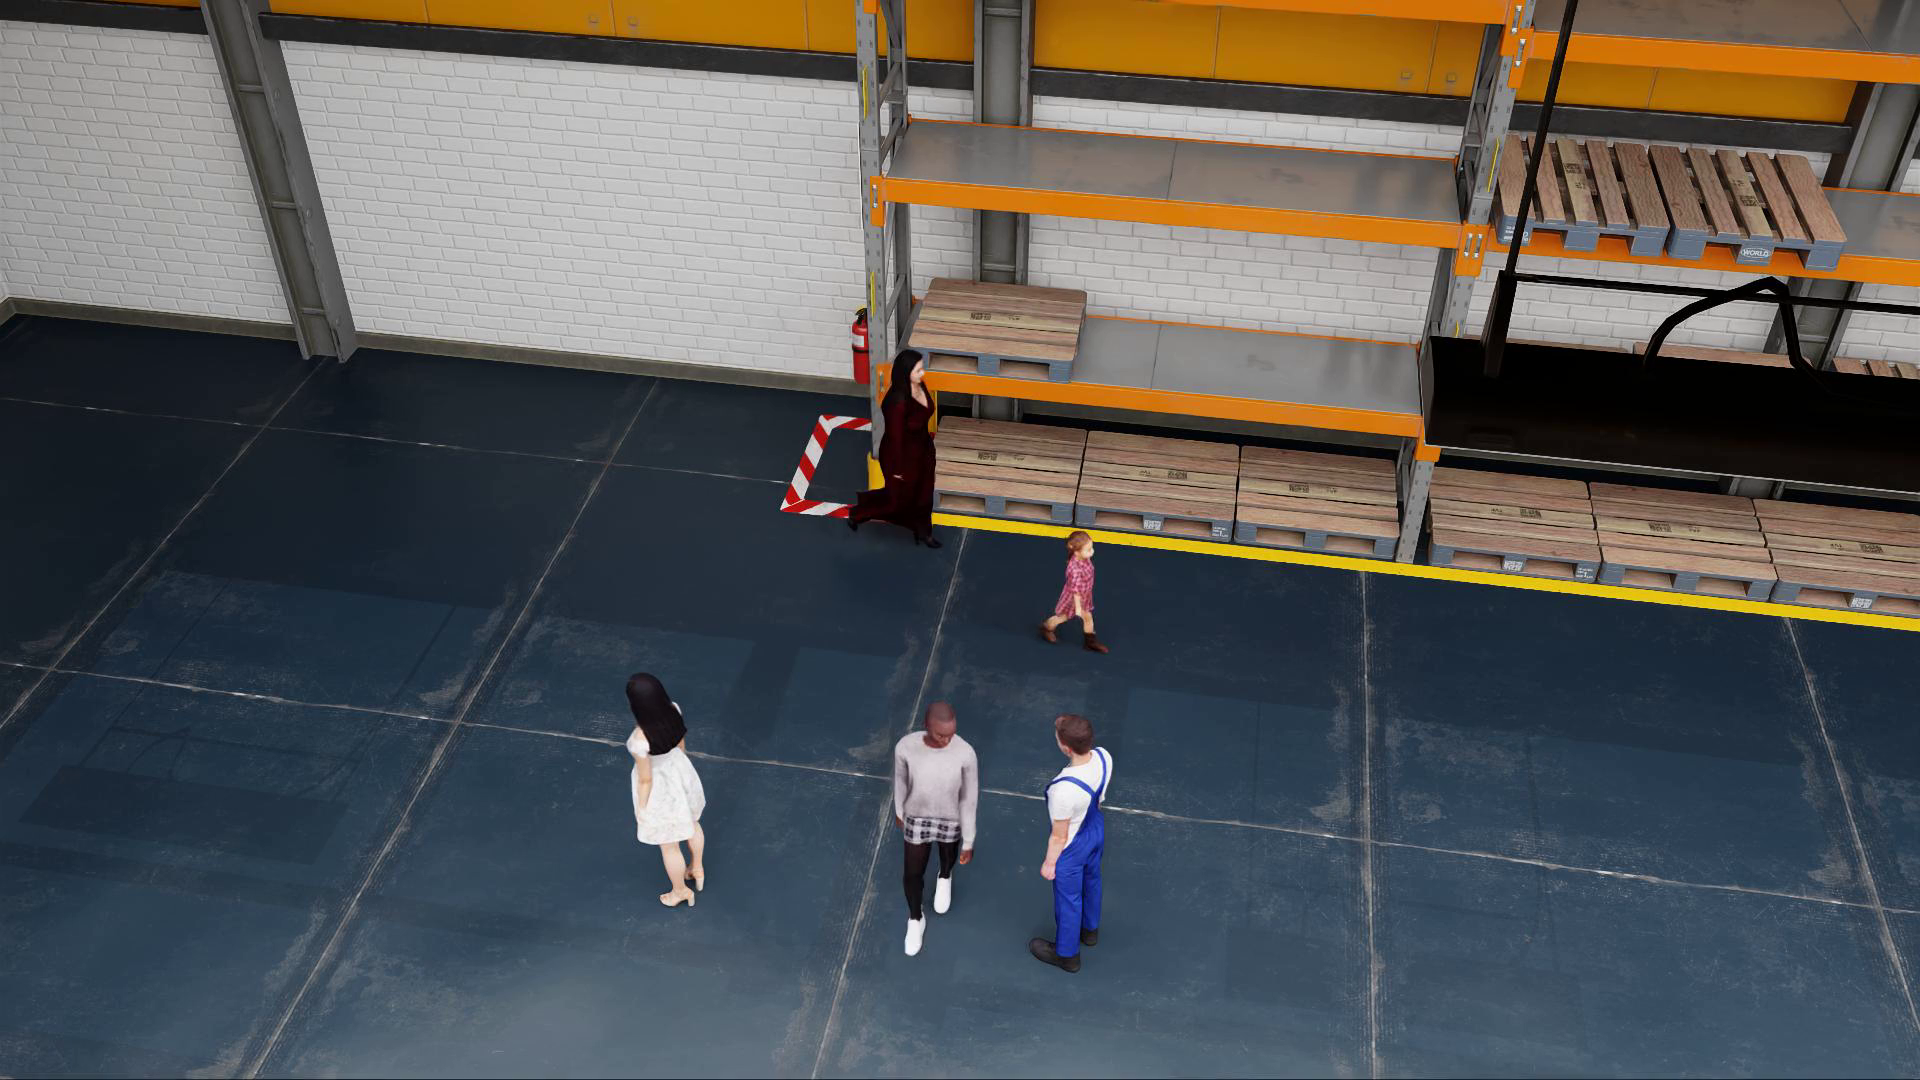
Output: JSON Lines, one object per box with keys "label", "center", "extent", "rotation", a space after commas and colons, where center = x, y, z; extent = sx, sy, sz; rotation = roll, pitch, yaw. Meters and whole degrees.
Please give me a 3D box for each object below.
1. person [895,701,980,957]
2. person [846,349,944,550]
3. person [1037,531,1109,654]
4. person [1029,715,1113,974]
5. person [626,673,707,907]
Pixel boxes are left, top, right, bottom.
{"label": "person", "center": [-0.119, 1.484, 9.423], "extent": [0.821, 1.745, 0.741], "rotation": [3, 39, 3]}
{"label": "person", "center": [-0.480, -0.641, 12.094], "extent": [1.005, 1.732, 0.749], "rotation": [11, 40, 14]}
{"label": "person", "center": [0.761, 0.352, 11.427], "extent": [0.775, 1.014, 0.523], "rotation": [14, 41, 17]}
{"label": "person", "center": [0.638, 1.653, 9.127], "extent": [0.725, 1.851, 0.716], "rotation": [26, 46, 29]}
{"label": "person", "center": [-1.672, 1.430, 9.466], "extent": [0.749, 1.775, 0.737], "rotation": [20, 43, 23]}
